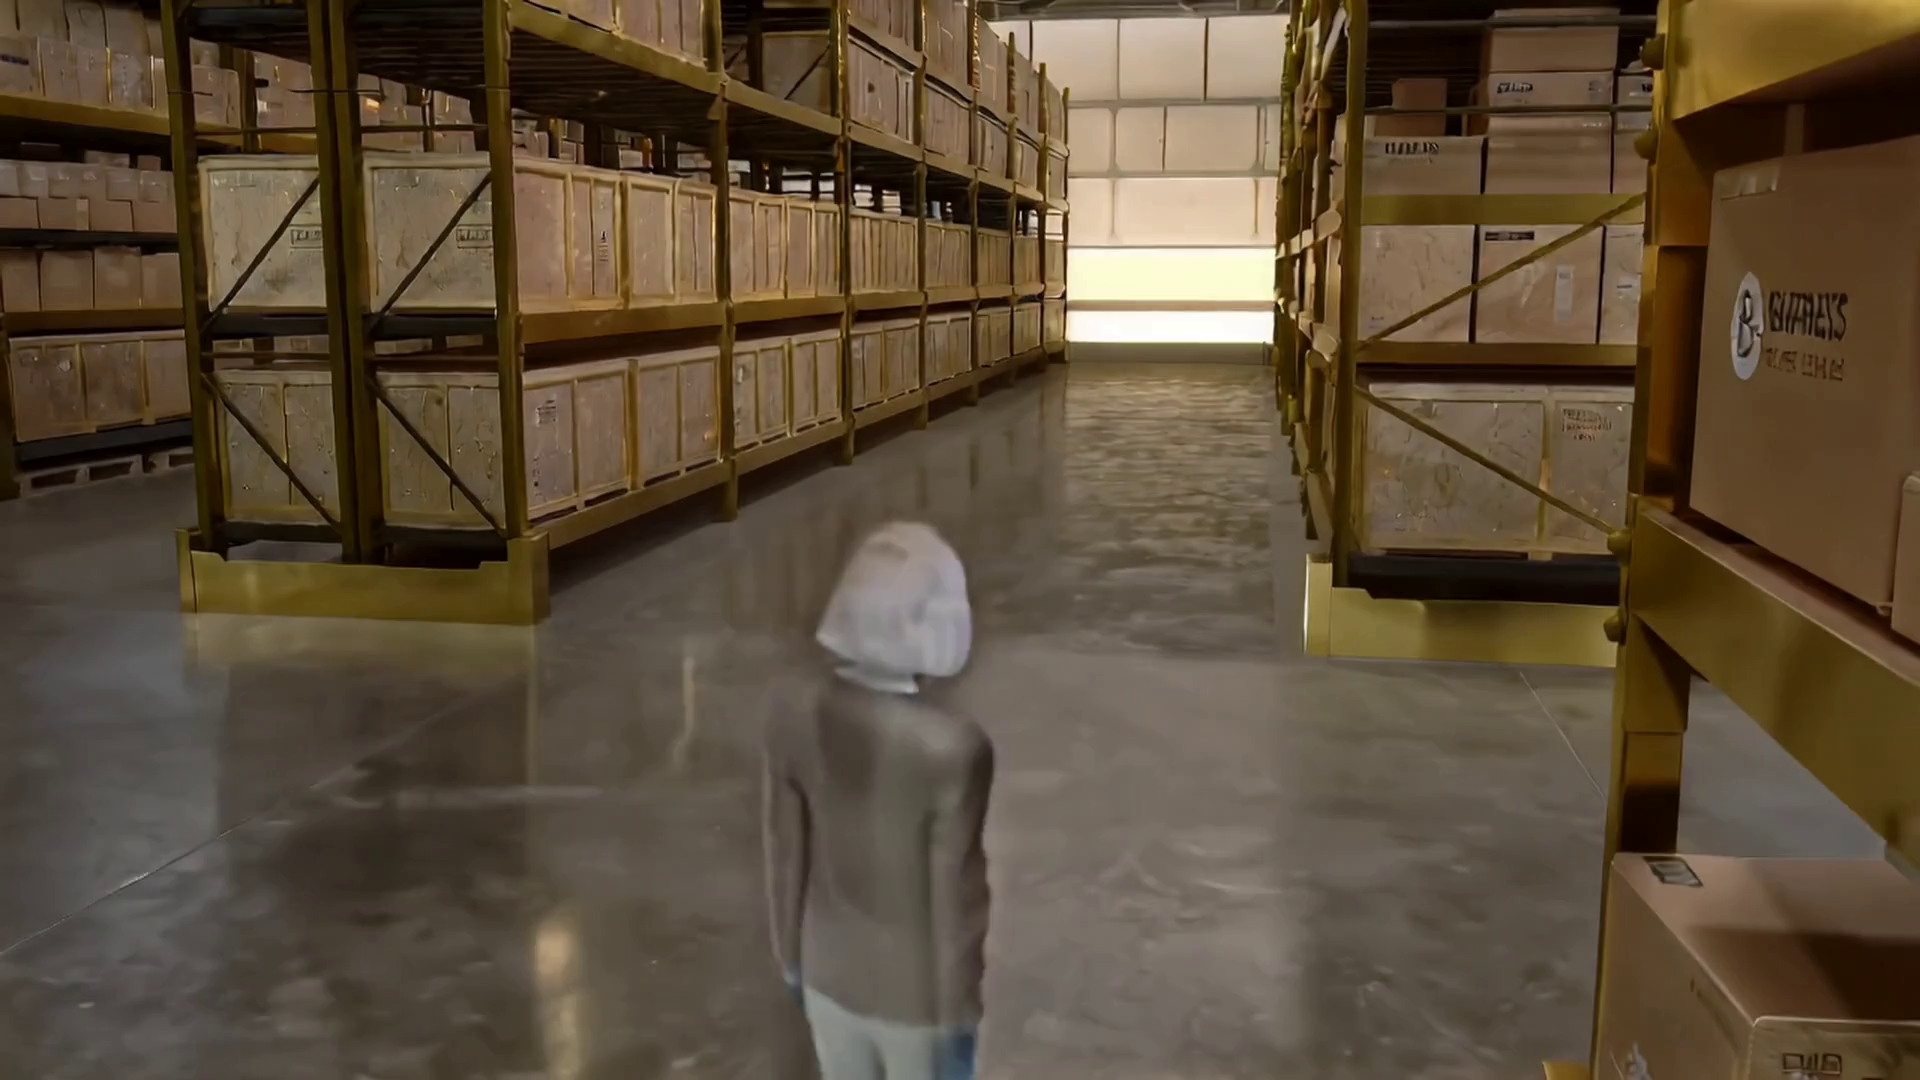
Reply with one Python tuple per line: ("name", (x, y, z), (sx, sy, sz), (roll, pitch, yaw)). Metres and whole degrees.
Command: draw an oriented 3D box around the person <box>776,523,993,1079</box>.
("person", (-0.179, 0.772, 2.815), (0.509, 1.610, 0.630), (9, 13, 43))
